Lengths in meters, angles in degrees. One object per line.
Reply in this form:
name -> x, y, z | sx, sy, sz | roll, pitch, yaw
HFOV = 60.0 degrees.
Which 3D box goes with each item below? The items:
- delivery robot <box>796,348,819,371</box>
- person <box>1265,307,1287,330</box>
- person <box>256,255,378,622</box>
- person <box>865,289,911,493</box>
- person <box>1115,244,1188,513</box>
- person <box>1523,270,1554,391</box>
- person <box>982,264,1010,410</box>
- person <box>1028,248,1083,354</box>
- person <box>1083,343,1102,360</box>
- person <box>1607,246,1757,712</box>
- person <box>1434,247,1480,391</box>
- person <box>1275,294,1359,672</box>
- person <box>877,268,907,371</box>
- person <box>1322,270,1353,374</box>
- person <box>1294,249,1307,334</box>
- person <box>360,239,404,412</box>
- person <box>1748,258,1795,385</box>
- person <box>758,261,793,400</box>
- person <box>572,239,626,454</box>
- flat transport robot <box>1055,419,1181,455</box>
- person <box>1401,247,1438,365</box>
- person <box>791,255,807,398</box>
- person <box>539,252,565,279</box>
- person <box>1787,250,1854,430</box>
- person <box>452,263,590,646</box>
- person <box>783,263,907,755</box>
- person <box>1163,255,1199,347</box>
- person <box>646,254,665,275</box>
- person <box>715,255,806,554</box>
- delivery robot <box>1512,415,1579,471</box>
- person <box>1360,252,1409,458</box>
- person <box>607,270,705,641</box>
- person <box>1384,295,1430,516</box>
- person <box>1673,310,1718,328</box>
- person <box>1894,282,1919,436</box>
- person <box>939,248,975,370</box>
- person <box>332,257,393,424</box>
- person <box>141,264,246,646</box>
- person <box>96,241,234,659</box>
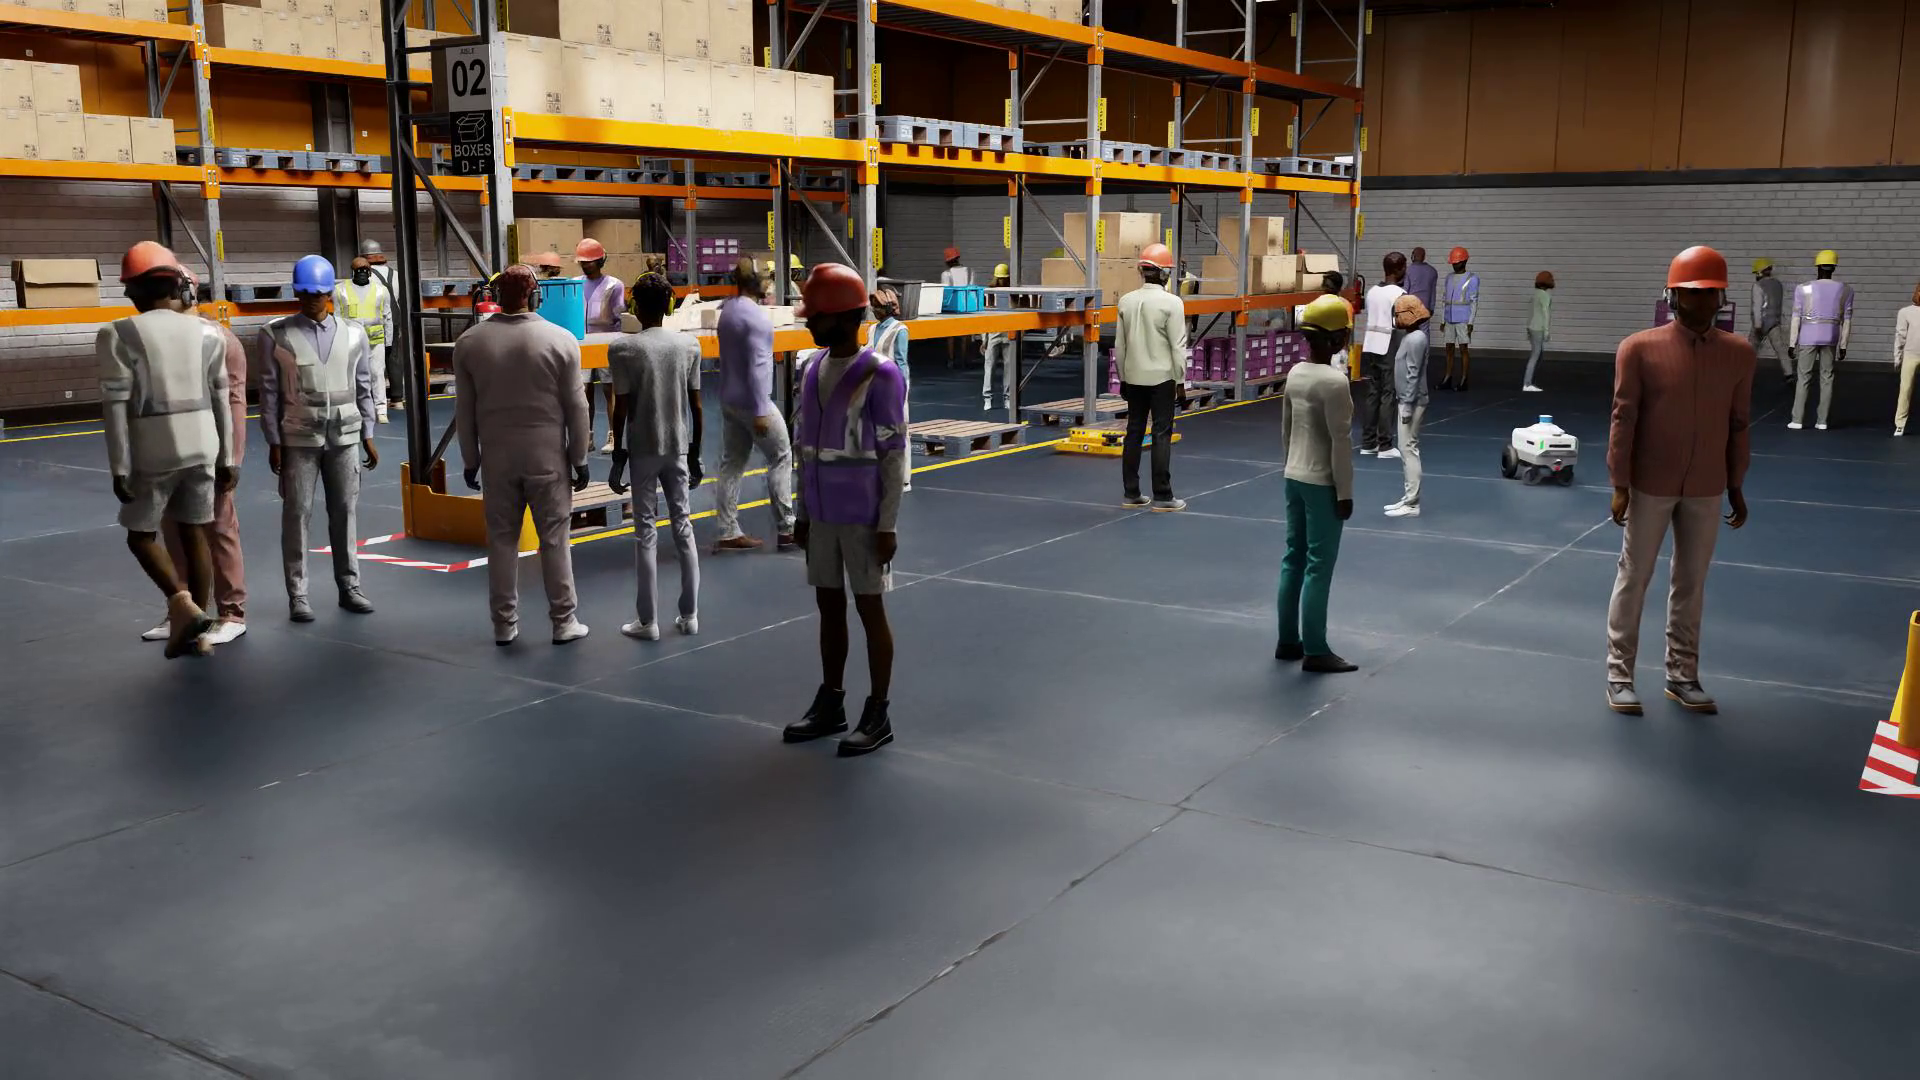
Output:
delivery robot -> -2.133, -2.576, 23.760 | 0.477, 0.478, 0.707 | -9, 13, -41
person -> 4.849, -3.434, 25.400 | 0.917, 1.777, 0.597 | -3, 11, -15
person -> -3.431, -0.545, 8.927 | 0.602, 1.941, 0.402 | -8, 13, -38
person -> -0.577, -1.181, 13.313 | 0.312, 1.633, 0.513 | -8, 13, -37
person -> 1.445, -1.204, 12.429 | 0.626, 1.991, 0.393 | 10, 14, 43
person -> 7.745, -2.798, 22.309 | 0.343, 1.620, 0.538 | -1, 10, -4
person -> 0.497, -2.415, 19.843 | 0.492, 1.740, 0.325 | -2, 10, -12
person -> 1.685, -4.267, 29.710 | 0.967, 1.885, 0.586 | 1, 10, 3
person -> 2.306, -4.003, 28.207 | 0.668, 1.887, 0.890 | 5, 11, 27
person -> 3.076, -0.245, 7.114 | 0.612, 1.996, 0.388 | 0, 10, -1
person -> 6.675, -2.960, 22.345 | 0.371, 1.928, 0.543 | -7, 13, -35
person -> 1.701, -0.260, 7.859 | 0.332, 1.775, 0.536 | -3, 11, -17
person -> -1.014, -2.916, 22.374 | 0.557, 1.835, 0.789 | 9, 13, 39
person -> 4.039, -2.081, 18.111 | 0.317, 1.695, 0.540 | -5, 11, -27
person -> 5.315, -3.654, 26.334 | 0.350, 1.879, 0.577 | 10, 14, 43
person -> -6.933, -2.538, 19.696 | 0.536, 2.000, 0.688 | 5, 12, 28
person -> 11.325, -3.053, 23.304 | 0.633, 1.773, 0.959 | -5, 11, -26
person -> -2.378, -2.665, 21.191 | 0.522, 1.758, 0.350 | -6, 12, -29
person -> -3.457, -1.821, 15.744 | 0.605, 2.034, 0.391 | 3, 11, 16
flat transport robot -> 1.556, -1.015, 16.157 | 0.652, 0.197, 1.431 | 6, 12, 32
person -> 7.365, -3.765, 26.863 | 0.650, 1.906, 0.401 | -3, 11, -17
person -> -2.169, -2.761, 21.501 | 0.403, 1.834, 0.588 | 1, 10, 4
person -> -5.113, -2.532, 20.103 | 0.992, 1.887, 0.562 | -3, 11, -14
person -> 9.169, -2.125, 17.757 | 0.590, 1.922, 0.390 | 2, 10, 11
person -> -2.171, -0.420, 8.333 | 0.651, 1.906, 0.401 | 0, 10, -1
person -> -0.464, -0.115, 6.572 | 0.543, 1.932, 0.376 | 9, 14, 41
person -> 3.014, -3.050, 23.113 | 0.625, 1.836, 0.428 | 0, 10, 3
person -> -3.804, -2.648, 20.846 | 0.505, 1.847, 0.349 | 8, 13, 39
person -> -1.241, -0.866, 10.768 | 0.803, 1.914, 0.655 | -6, 12, -31
delivery robot -> 4.894, -0.800, 13.922 | 0.477, 0.478, 0.707 | 0, 10, -1
person -> 3.979, -1.723, 15.535 | 0.386, 1.912, 0.592 | -3, 11, -17
person -> -1.543, -0.423, 8.450 | 0.513, 1.872, 0.328 | -7, 12, -33
person -> 3.300, -0.988, 12.266 | 0.290, 1.623, 0.507 | 2, 10, 9
person -> 9.578, -2.842, 21.659 | 0.369, 1.938, 0.630 | -6, 12, -29
person -> 9.881, -1.863, 17.109 | 0.494, 1.625, 0.282 | 5, 11, 24
person -> -0.045, -3.608, 26.027 | 0.638, 1.897, 0.384 | -4, 11, -20
person -> -6.565, -2.185, 18.323 | 0.624, 1.837, 0.429 | -4, 11, -20
person -> -3.886, -0.424, 8.354 | 0.641, 1.908, 0.408 | 3, 11, 18
person -> -3.744, -0.409, 7.939 | 0.590, 2.025, 0.617 | 9, 13, 40
